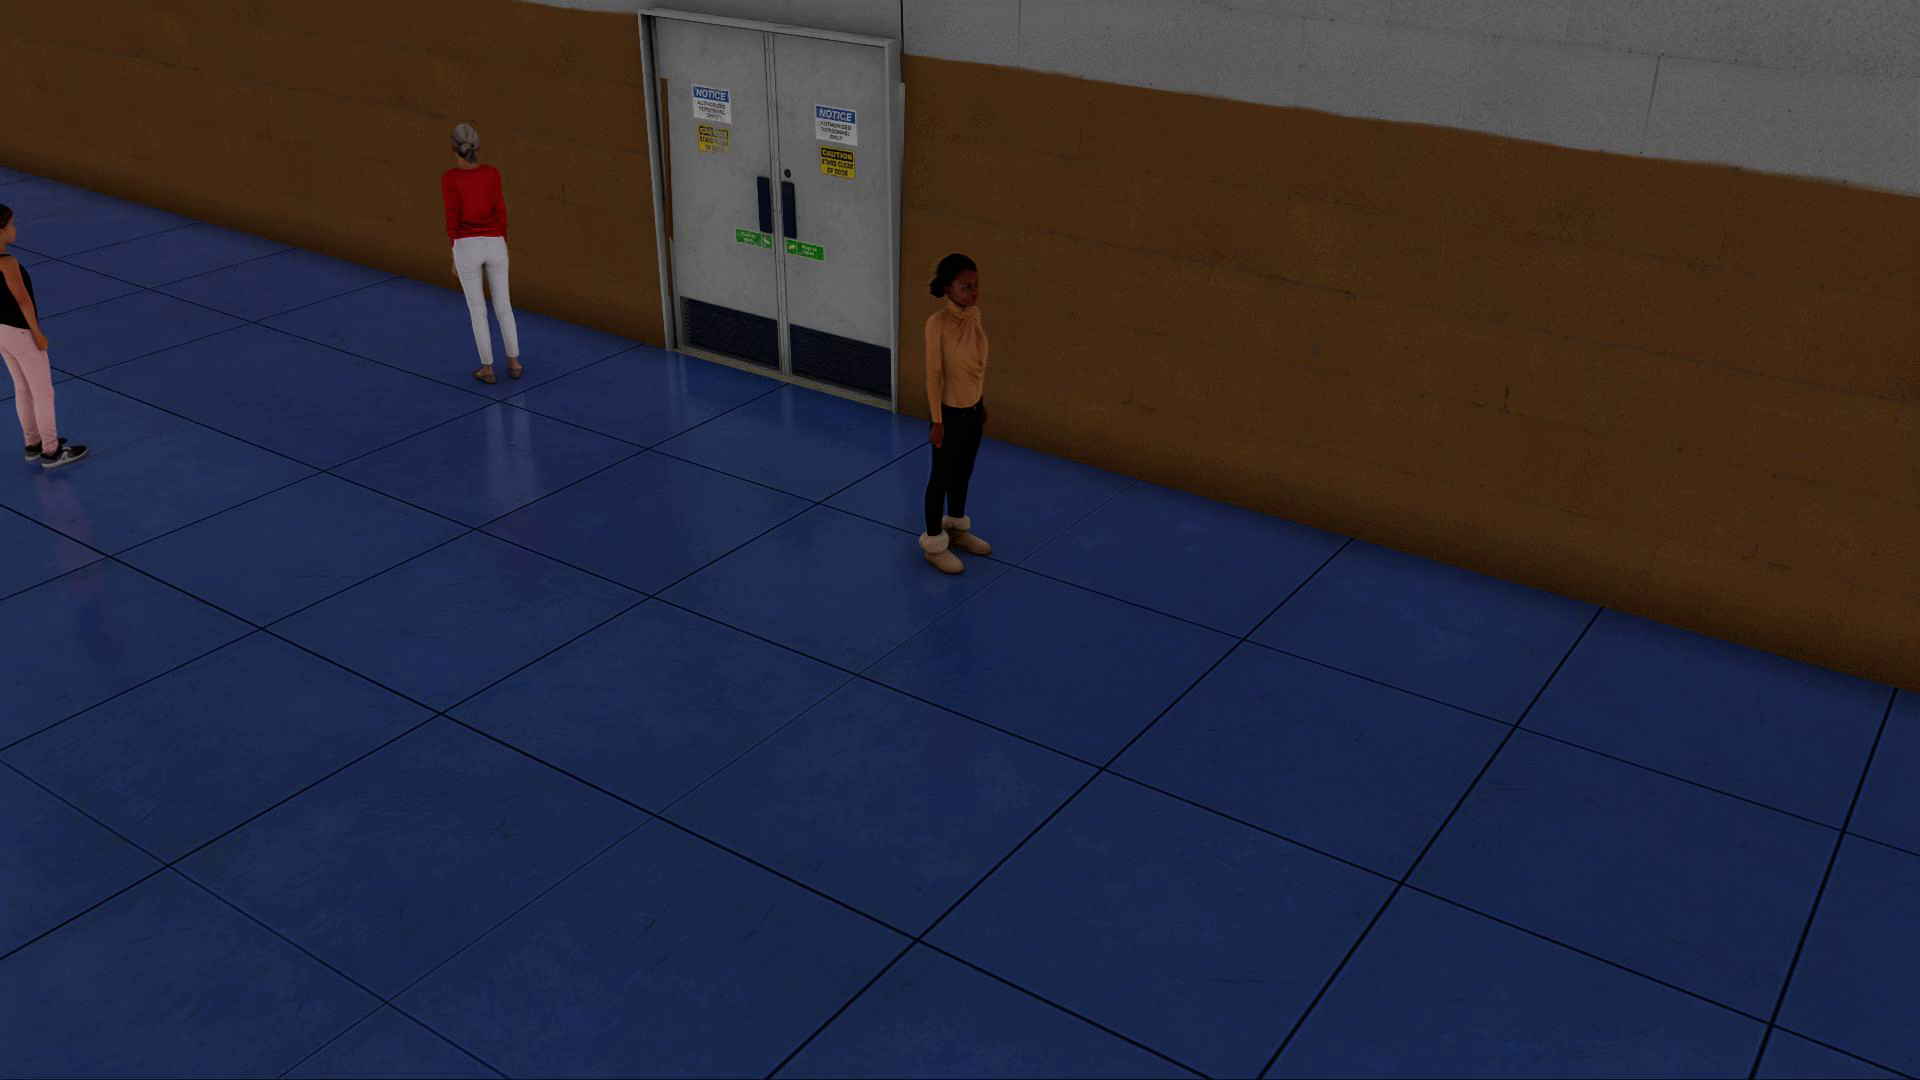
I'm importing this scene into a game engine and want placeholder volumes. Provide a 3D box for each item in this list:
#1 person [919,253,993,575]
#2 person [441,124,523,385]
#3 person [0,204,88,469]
[{"bbox_3d":[-0.022,-0.660,8.474,0.652,1.659,0.459,18,32,31],"label":"person"},{"bbox_3d":[-3.109,-1.850,10.784,0.588,1.693,0.692,-15,31,-27],"label":"person"},{"bbox_3d":[-5.438,-1.175,9.599,0.526,1.562,0.522,16,31,28],"label":"person"}]
